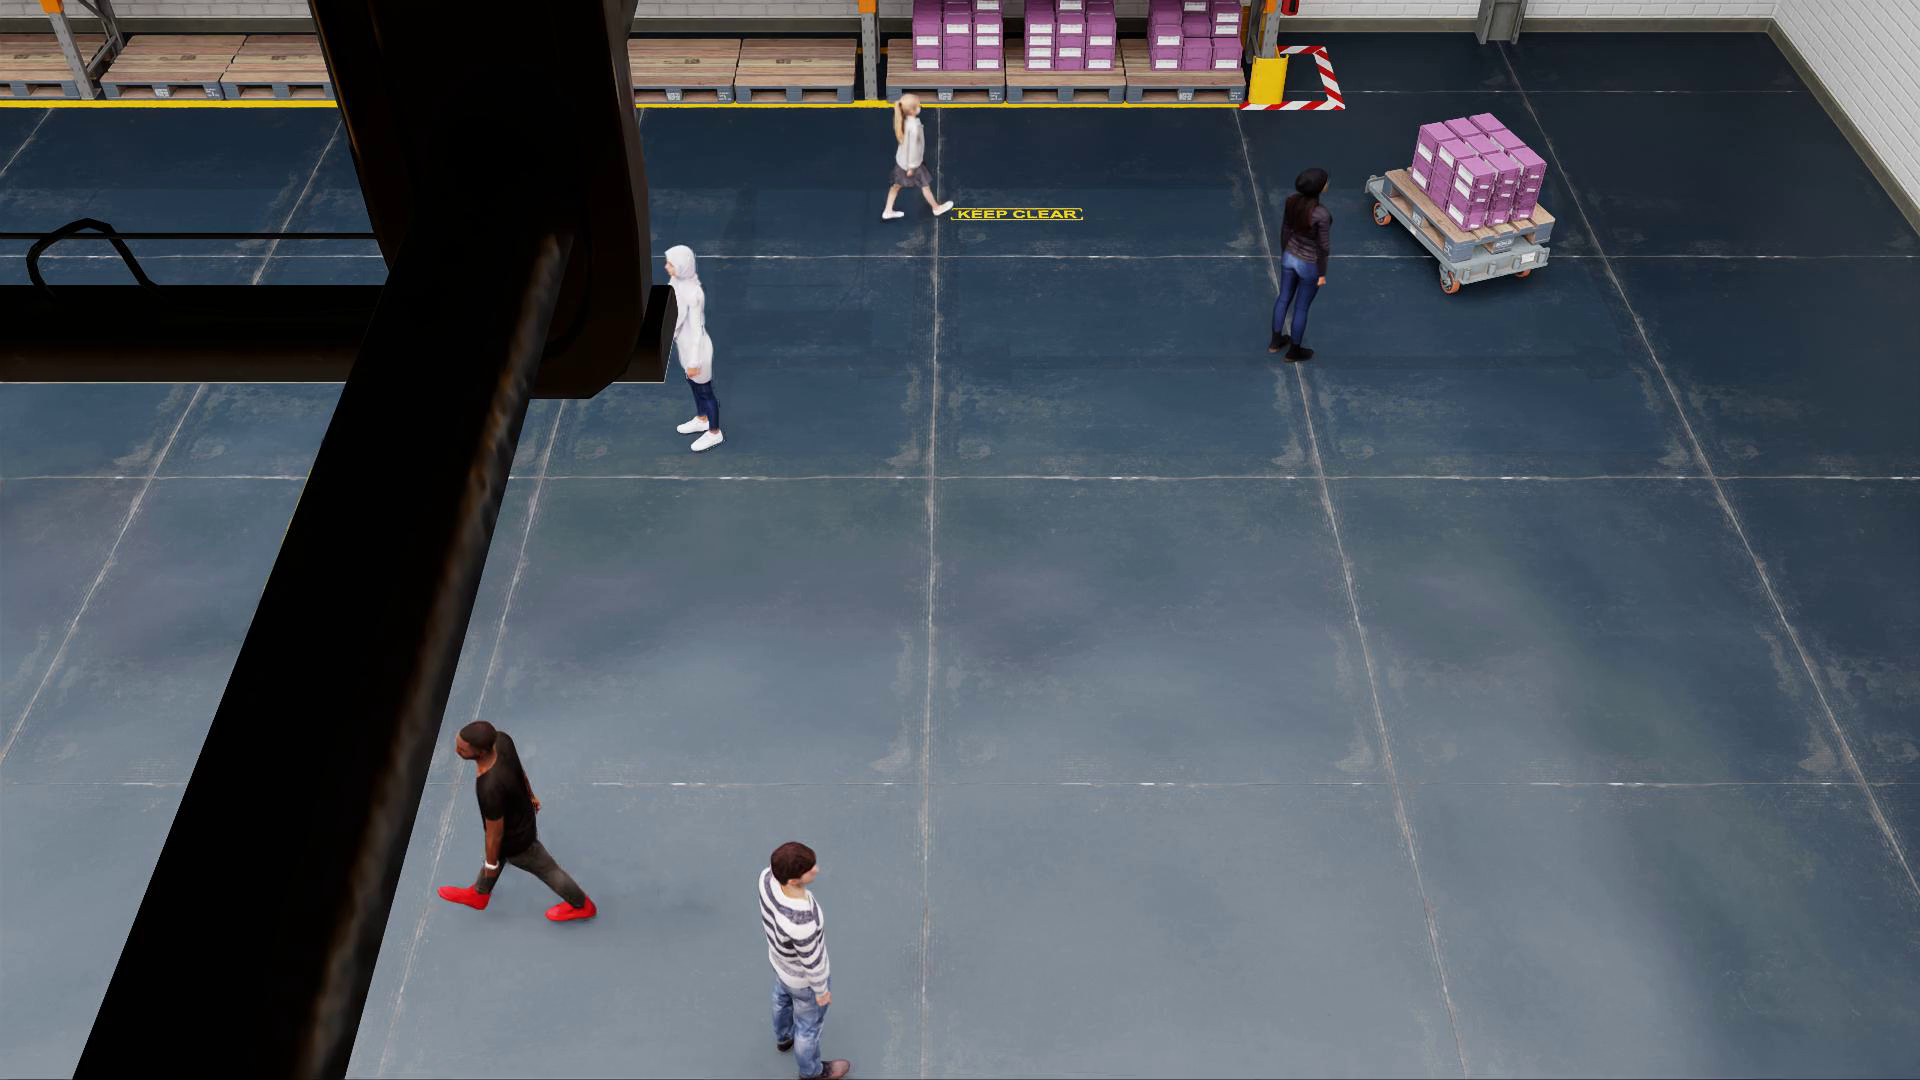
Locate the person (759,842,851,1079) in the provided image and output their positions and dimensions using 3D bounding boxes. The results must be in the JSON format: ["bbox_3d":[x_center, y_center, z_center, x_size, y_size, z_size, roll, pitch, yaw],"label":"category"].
[{"bbox_3d":[-0.847,2.185,8.631,0.714,1.850,0.722,-23,48,-22],"label":"person"}]

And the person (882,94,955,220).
[{"bbox_3d":[-0.510,-3.405,14.940,0.946,1.241,0.714,-14,45,-15],"label":"person"}]

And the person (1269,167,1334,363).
[{"bbox_3d":[2.730,-2.206,13.316,0.753,1.745,0.716,-28,50,-26],"label":"person"}]

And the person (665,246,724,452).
[{"bbox_3d":[-1.984,-1.449,12.500,0.677,1.775,0.690,-17,46,-17],"label":"person"}]

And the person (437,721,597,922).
[{"bbox_3d":[-2.397,1.611,9.297,1.163,1.762,0.739,-4,44,-4],"label":"person"}]
